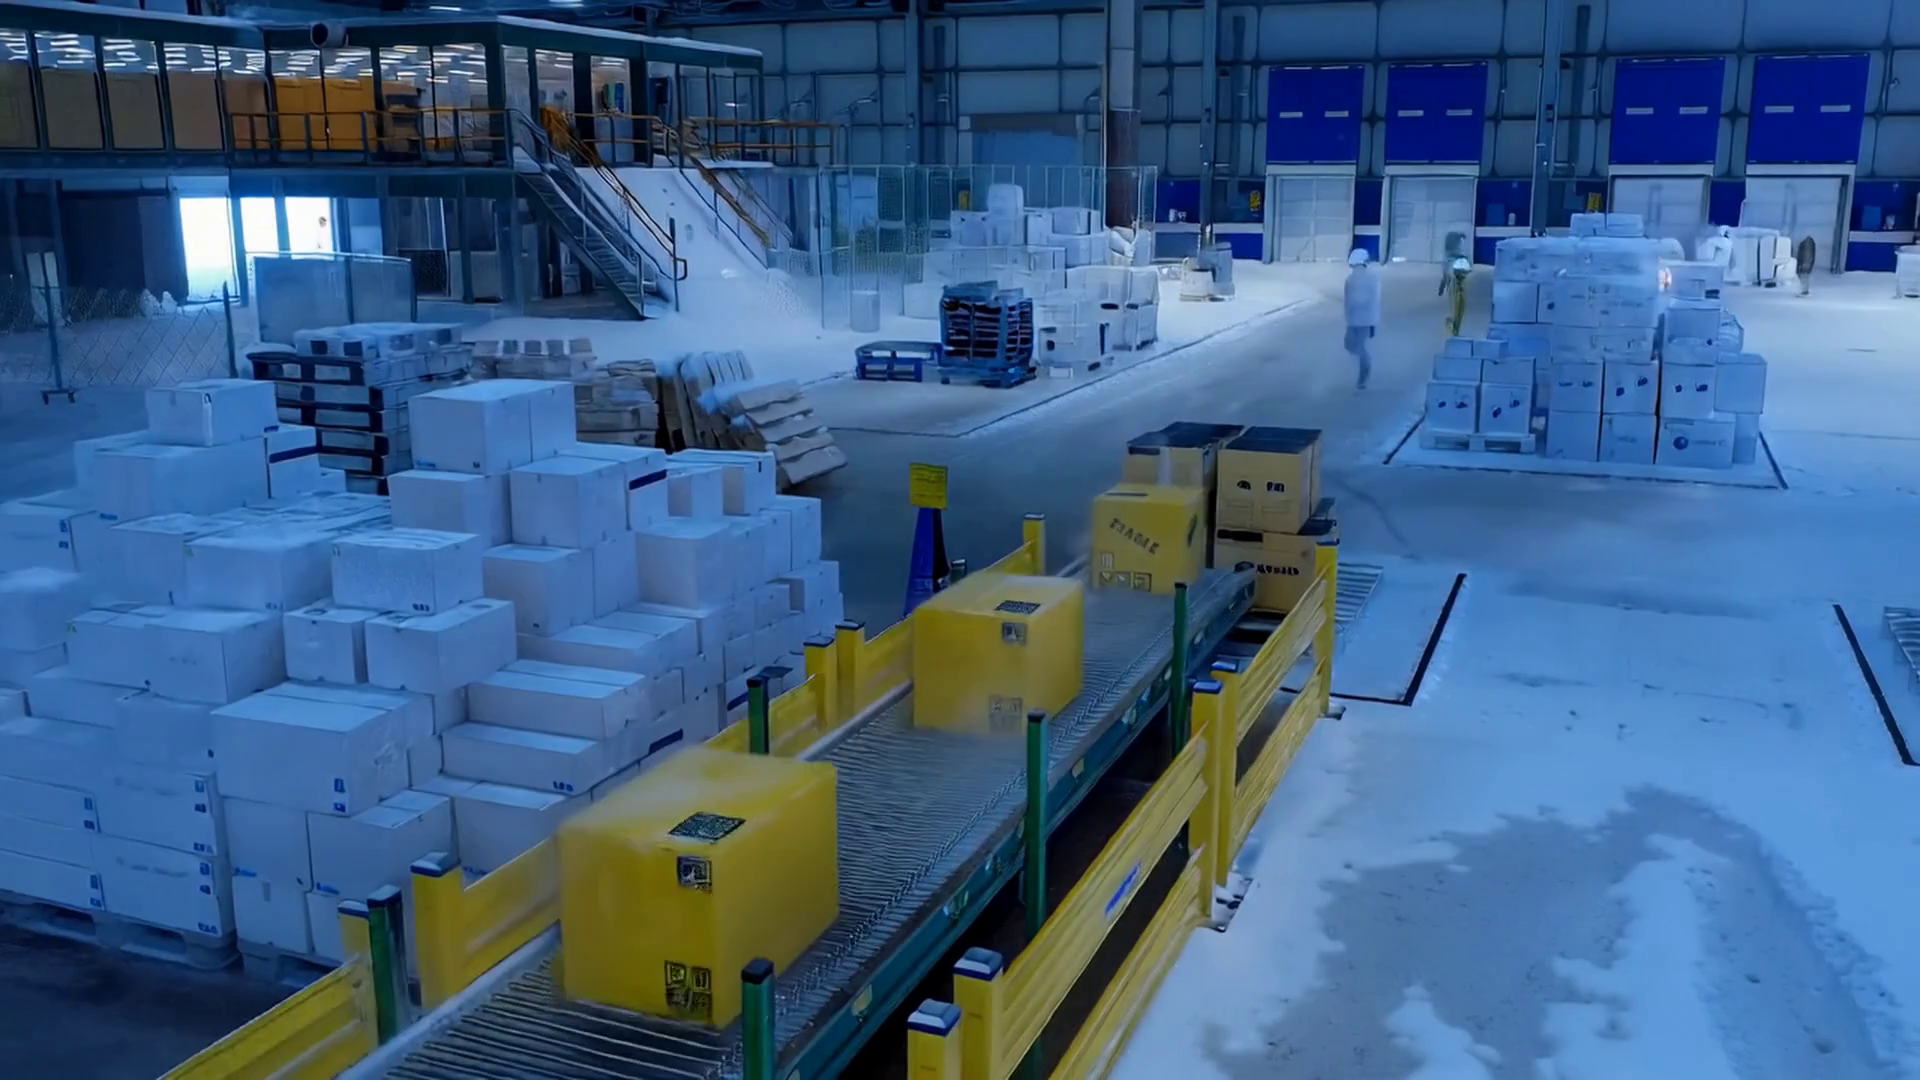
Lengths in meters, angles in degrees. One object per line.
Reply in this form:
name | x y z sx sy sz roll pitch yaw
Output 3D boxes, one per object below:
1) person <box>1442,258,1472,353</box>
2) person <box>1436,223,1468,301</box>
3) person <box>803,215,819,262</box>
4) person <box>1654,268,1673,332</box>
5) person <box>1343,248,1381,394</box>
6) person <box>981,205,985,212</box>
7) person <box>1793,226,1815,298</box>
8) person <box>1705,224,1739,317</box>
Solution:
person | 7.181 -3.199 24.082 0.366 1.756 0.524 6 14 23
person | 11.406 -6.401 38.350 0.466 1.803 0.680 -7 14 -27
person | -4.774 -9.896 53.985 0.631 1.814 0.817 -6 14 -25
person | 8.375 -2.394 20.291 0.674 1.842 0.526 -2 13 -7
person | 5.469 -2.965 22.567 0.628 1.970 0.621 -10 16 -37
person | 0.715 -9.276 50.927 0.550 1.935 0.376 -2 13 -9
person | 20.012 -6.567 39.329 0.316 1.694 0.568 2 13 11
person | 15.684 -5.516 34.141 0.651 1.892 0.969 -6 14 -26
